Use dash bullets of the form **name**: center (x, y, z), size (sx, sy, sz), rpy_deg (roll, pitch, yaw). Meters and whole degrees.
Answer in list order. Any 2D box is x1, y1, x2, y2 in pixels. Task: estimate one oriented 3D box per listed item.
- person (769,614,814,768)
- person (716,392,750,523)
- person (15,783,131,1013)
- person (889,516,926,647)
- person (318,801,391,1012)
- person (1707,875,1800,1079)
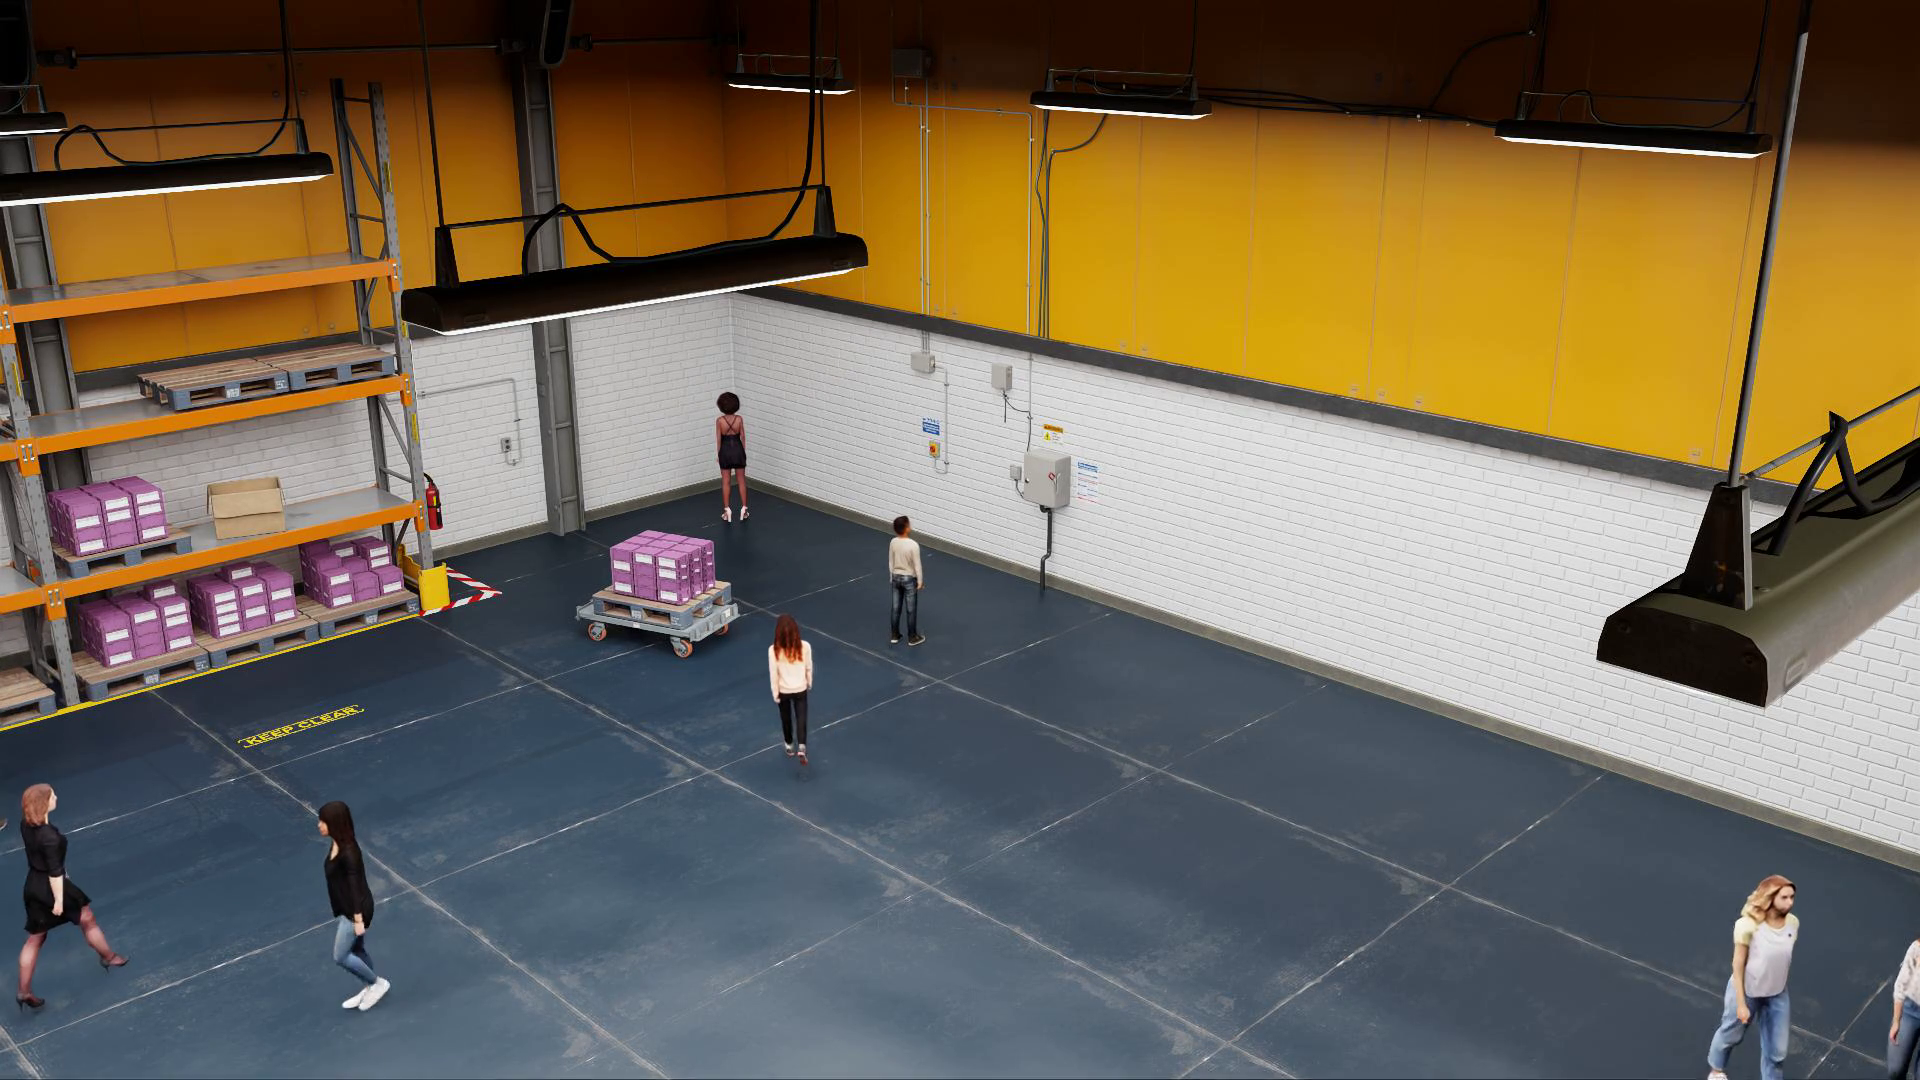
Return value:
- **person**: center (-1.556, 1.416, 15.535), size (0.925, 1.463, 0.932), rpy_deg (-3, 19, -9)
- **person**: center (-3.096, -1.130, 22.583), size (0.629, 1.788, 0.718), rpy_deg (-5, 19, -14)
- **person**: center (-6.549, 2.565, 11.822), size (0.785, 1.655, 1.113), rpy_deg (10, 21, 27)
- **person**: center (-0.621, 0.447, 18.411), size (0.613, 1.462, 0.588), rpy_deg (9, 21, 25)
- **person**: center (-4.235, 2.586, 11.788), size (0.666, 1.636, 0.654), rpy_deg (-10, 21, -28)
- **person**: center (5.081, 2.897, 10.772), size (1.051, 1.695, 1.026), rpy_deg (-4, 19, -11)
